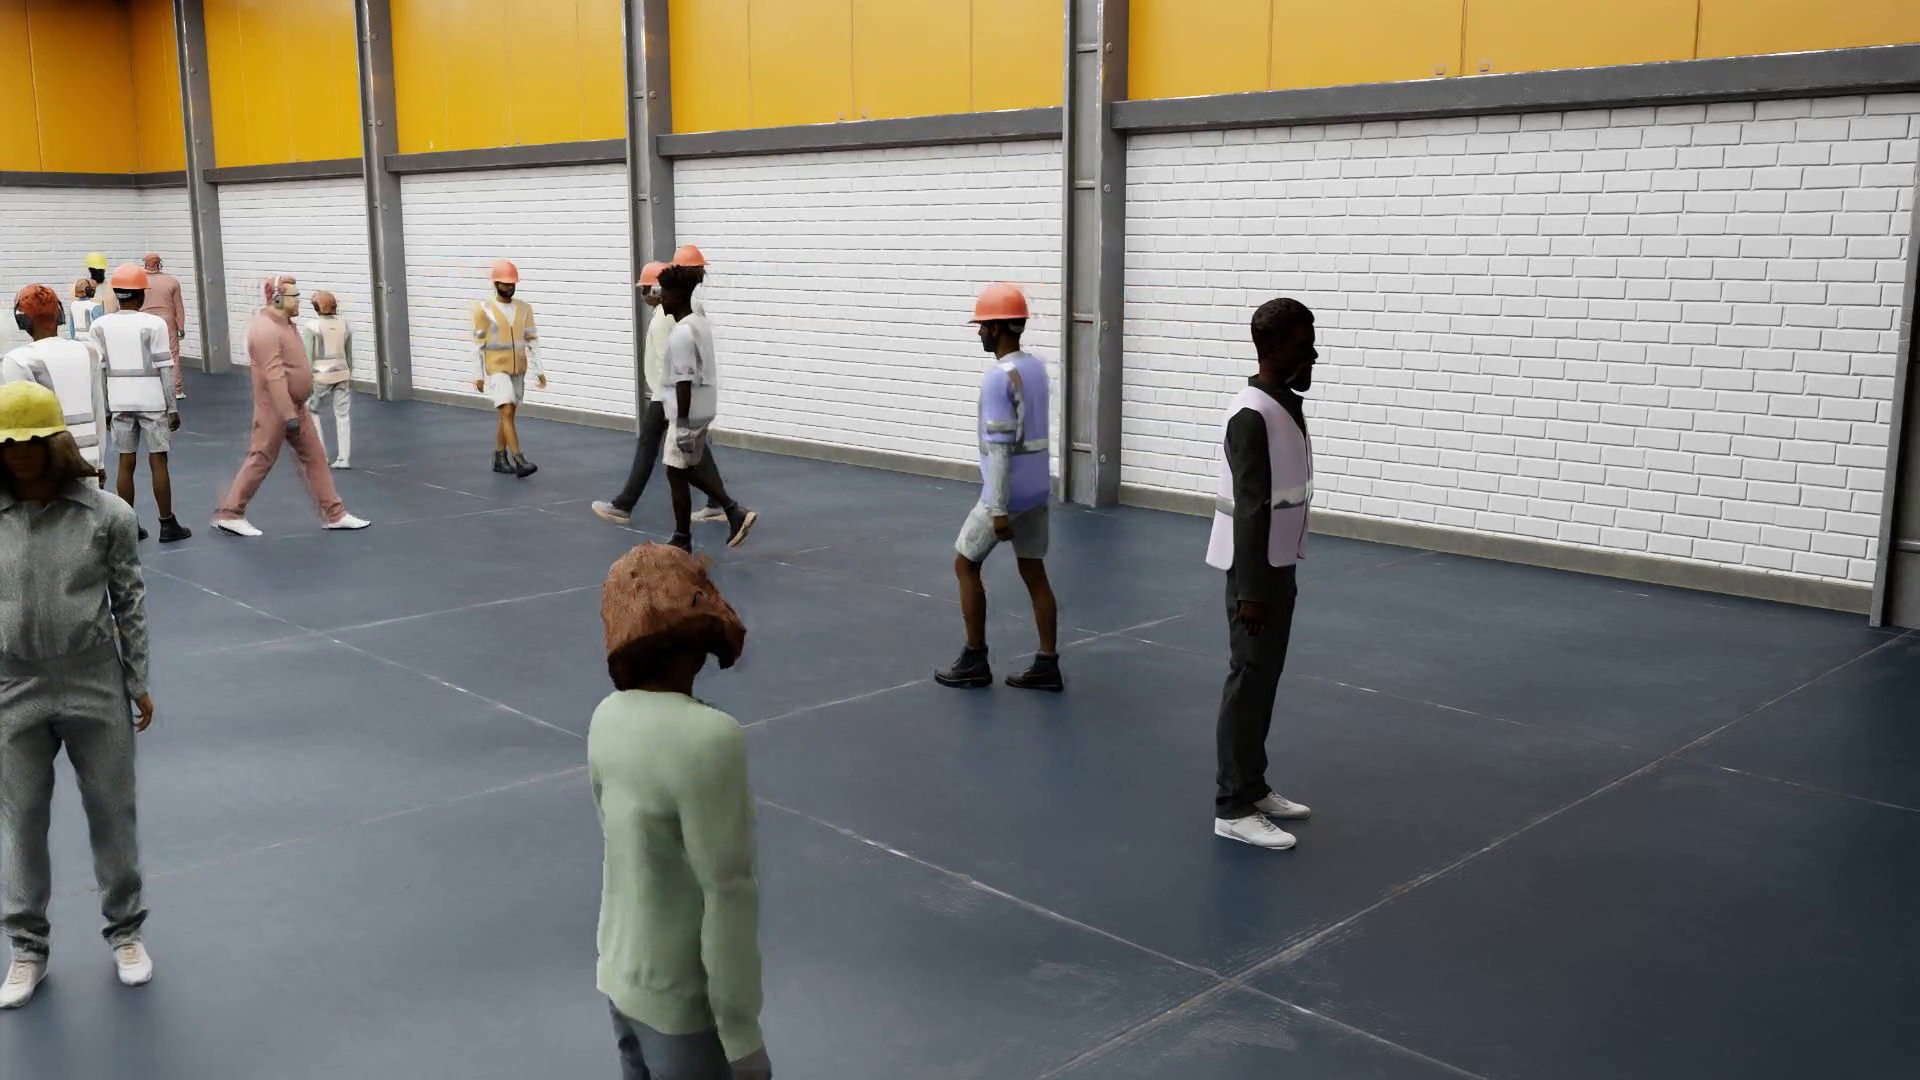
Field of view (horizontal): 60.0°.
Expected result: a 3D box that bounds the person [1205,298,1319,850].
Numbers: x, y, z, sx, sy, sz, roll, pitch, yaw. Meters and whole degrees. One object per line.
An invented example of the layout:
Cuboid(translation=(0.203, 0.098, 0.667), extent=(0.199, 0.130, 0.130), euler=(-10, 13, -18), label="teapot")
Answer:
Cuboid(translation=(1.071, 0.108, 5.889), extent=(0.376, 1.917, 0.600), euler=(4, 11, 21), label="person")

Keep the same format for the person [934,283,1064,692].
Cuboid(translation=(0.169, -0.233, 7.776), extent=(0.758, 1.911, 0.565), euler=(7, 12, 32), label="person")

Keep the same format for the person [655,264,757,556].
Cuboid(translation=(-1.730, -0.825, 10.893), extent=(0.612, 1.951, 0.629), euler=(1, 10, 5), label="person")

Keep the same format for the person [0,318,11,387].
Cuboid(translation=(-6.956, -0.995, 12.024), extent=(0.961, 1.891, 0.659), euler=(-7, 13, -34), label="person")

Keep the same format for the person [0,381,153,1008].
Cuboid(translation=(-2.518, 0.426, 4.633), extent=(0.492, 1.742, 0.318), euler=(-5, 12, -25), label="person")

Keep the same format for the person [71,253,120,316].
Cuboid(translation=(-10.314, -2.483, 20.008), extent=(0.386, 1.922, 0.593), euler=(9, 14, 41), label="person")

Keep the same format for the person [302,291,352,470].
Cuboid(translation=(-5.793, -1.451, 15.180), extent=(0.541, 1.619, 0.552), euler=(8, 13, 36), label="person")

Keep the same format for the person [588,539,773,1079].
Cuboid(translation=(-0.508, 0.809, 2.923), extent=(0.338, 1.613, 0.599), euler=(-6, 12, -30), label="person")

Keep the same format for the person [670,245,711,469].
Cuboid(translation=(-2.315, -1.513, 14.375), extent=(0.370, 2.048, 0.607), euler=(-4, 11, -23), label="person")

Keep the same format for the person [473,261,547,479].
Cuboid(translation=(-3.928, -1.491, 14.646), extent=(0.561, 1.892, 0.945), euler=(-10, 14, -43), label="person")

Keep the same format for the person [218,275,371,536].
Cuboid(translation=(-4.835, -0.944, 11.817), extent=(1.010, 1.859, 0.660), euler=(-1, 10, -5), label="person")

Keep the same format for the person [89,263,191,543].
Cuboid(translation=(-5.697, -0.940, 11.550), extent=(0.542, 1.939, 0.366), euler=(0, 10, -1), label="person")

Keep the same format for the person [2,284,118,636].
Cuboid(translation=(-4.678, -0.381, 8.645), extent=(0.360, 1.885, 0.575), euler=(3, 11, 18), label="person")

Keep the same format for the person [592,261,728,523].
Cuboid(translation=(-2.193, -1.077, 12.300), extent=(1.046, 1.933, 0.654), euler=(1, 10, 7), label="person")

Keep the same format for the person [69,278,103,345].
Cuboid(translation=(-10.065, -2.203, 19.249), extent=(0.524, 1.639, 0.306), euler=(5, 11, 25), label="person")

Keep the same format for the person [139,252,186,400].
Cuboid(translation=(-10.381, -2.757, 21.542), extent=(0.643, 1.909, 0.410), euler=(-4, 11, -22), label="person")
